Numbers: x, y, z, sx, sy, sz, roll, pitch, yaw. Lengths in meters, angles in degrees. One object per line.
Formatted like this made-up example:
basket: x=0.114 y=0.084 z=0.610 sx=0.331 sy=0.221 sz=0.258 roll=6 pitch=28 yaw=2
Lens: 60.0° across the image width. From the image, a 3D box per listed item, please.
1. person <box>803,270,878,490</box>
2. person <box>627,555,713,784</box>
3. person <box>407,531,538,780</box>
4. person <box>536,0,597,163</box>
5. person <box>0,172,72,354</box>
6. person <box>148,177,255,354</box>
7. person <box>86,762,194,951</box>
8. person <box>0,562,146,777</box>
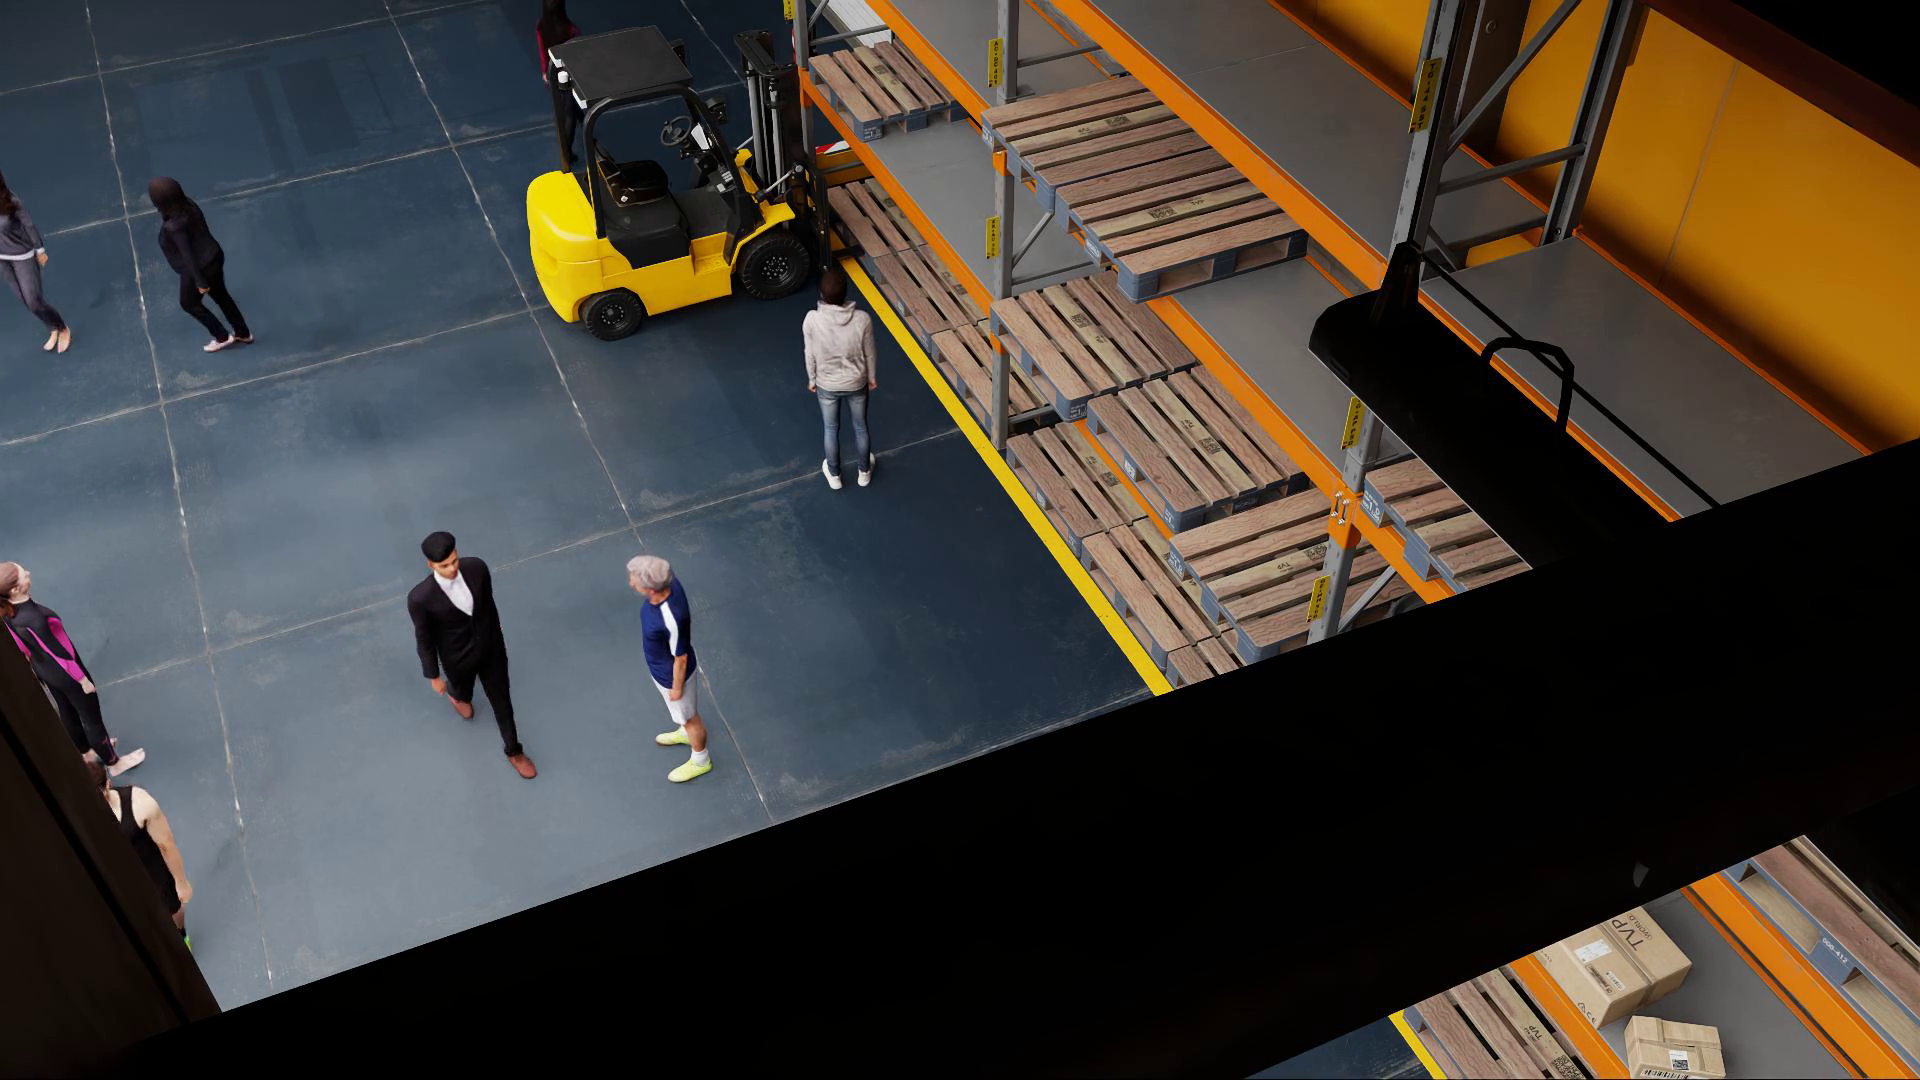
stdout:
person: x=-0.860 y=-1.150 z=12.050 sx=0.726 sy=1.853 sz=0.667 roll=-6 pitch=44 yaw=-6
person: x=-1.741 y=0.745 z=10.077 sx=0.709 sy=1.831 sz=0.507 roll=-14 pitch=45 yaw=-14
person: x=-3.054 y=0.621 z=10.192 sx=0.964 sy=1.851 sz=1.282 roll=-31 pitch=52 yaw=-29
person: x=-3.700 y=-4.270 z=15.498 sx=1.013 sy=1.616 sz=1.114 roll=11 pitch=45 yaw=11
person: x=-7.561 y=-2.319 z=13.348 sx=0.733 sy=1.755 sz=0.766 roll=2 pitch=44 yaw=2
person: x=-6.003 y=-2.200 z=13.337 sx=0.804 sy=1.599 sz=0.678 roll=-5 pitch=44 yaw=-5
person: x=-4.465 y=1.728 z=9.021 sx=0.764 sy=1.864 sz=0.875 roll=-10 pitch=45 yaw=-11
person: x=-5.473 y=0.783 z=10.095 sx=0.656 sy=1.752 sz=0.730 roll=21 pitch=48 yaw=21
